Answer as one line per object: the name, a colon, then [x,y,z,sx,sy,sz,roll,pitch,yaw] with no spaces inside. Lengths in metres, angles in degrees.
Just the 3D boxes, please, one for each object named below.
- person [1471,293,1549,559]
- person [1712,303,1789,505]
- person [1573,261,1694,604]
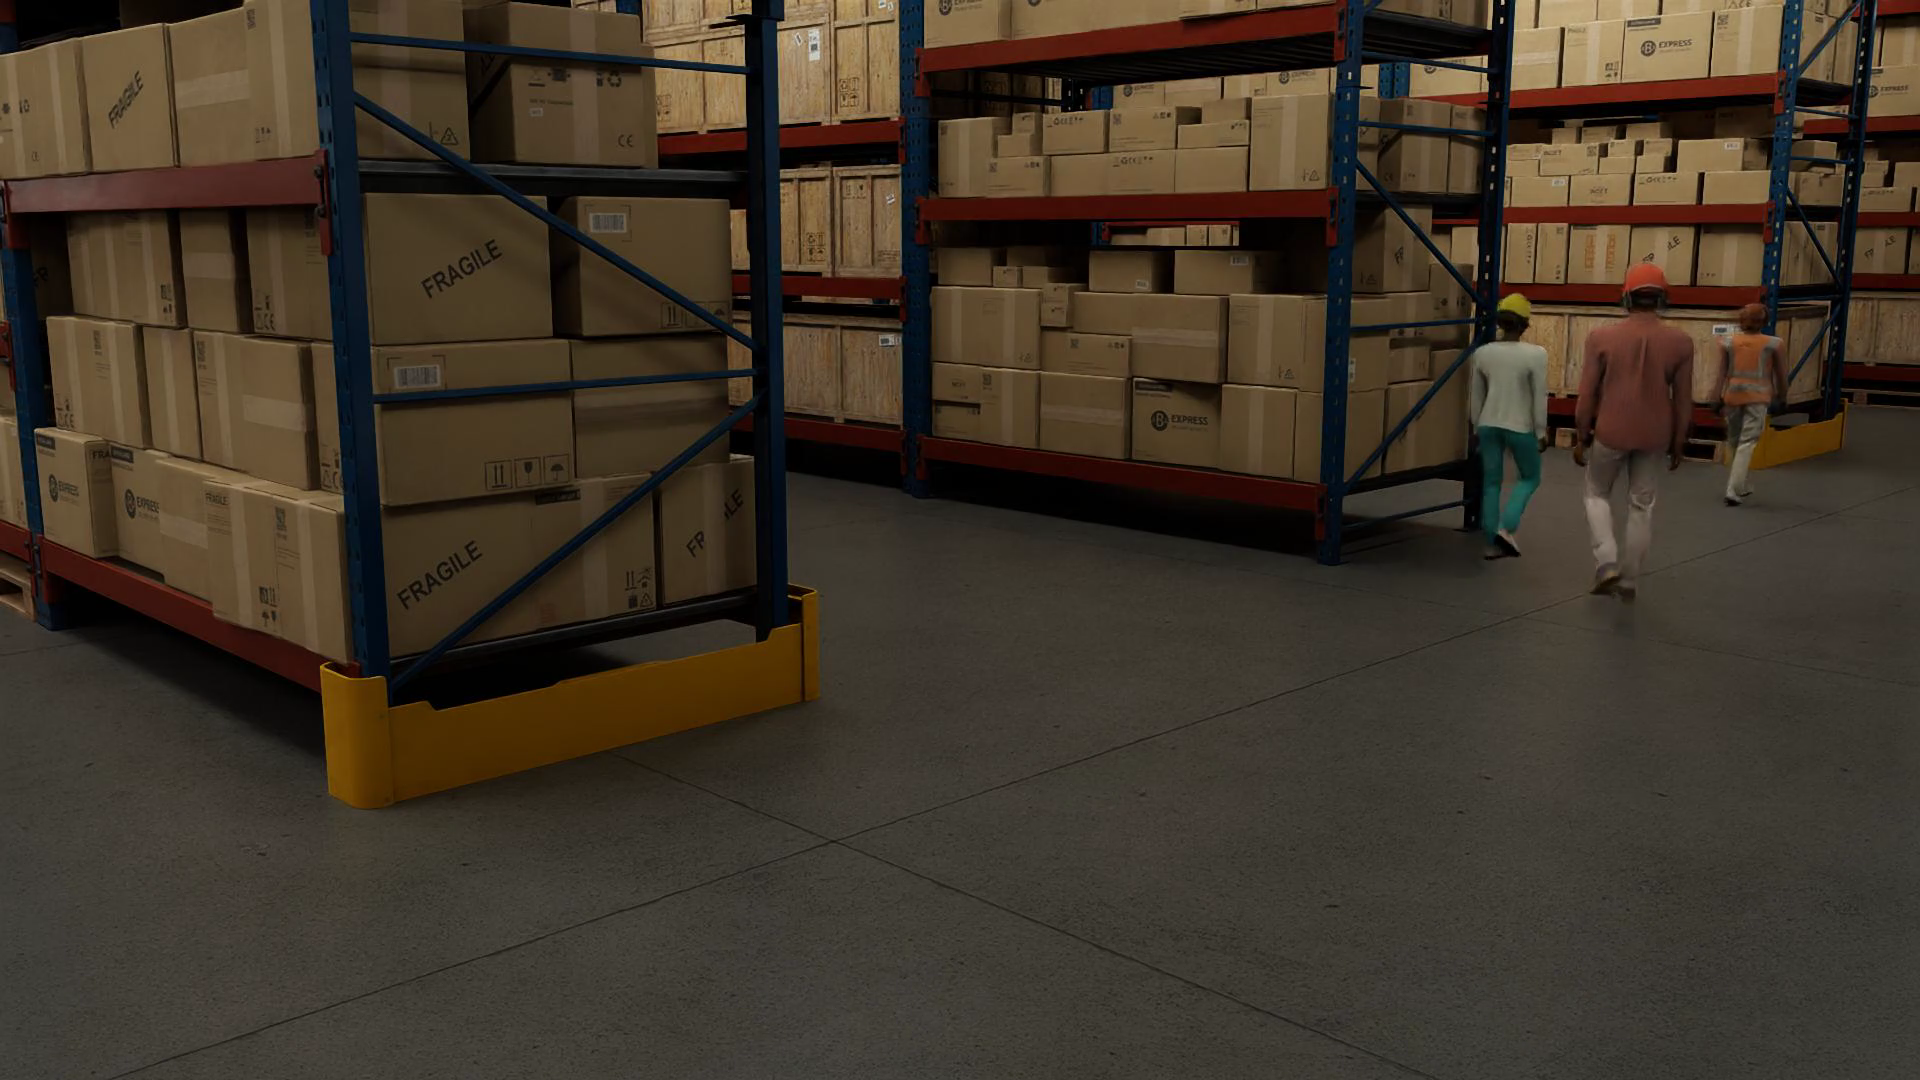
person: [3.607,-0.735,10.916,0.552,1.751,0.368,10,14,42]
person: [6.287,-1.085,13.280,0.846,1.602,0.513,-10,14,-43]
person: [3.876,-0.608,9.607,0.645,1.983,0.429,2,11,11]
